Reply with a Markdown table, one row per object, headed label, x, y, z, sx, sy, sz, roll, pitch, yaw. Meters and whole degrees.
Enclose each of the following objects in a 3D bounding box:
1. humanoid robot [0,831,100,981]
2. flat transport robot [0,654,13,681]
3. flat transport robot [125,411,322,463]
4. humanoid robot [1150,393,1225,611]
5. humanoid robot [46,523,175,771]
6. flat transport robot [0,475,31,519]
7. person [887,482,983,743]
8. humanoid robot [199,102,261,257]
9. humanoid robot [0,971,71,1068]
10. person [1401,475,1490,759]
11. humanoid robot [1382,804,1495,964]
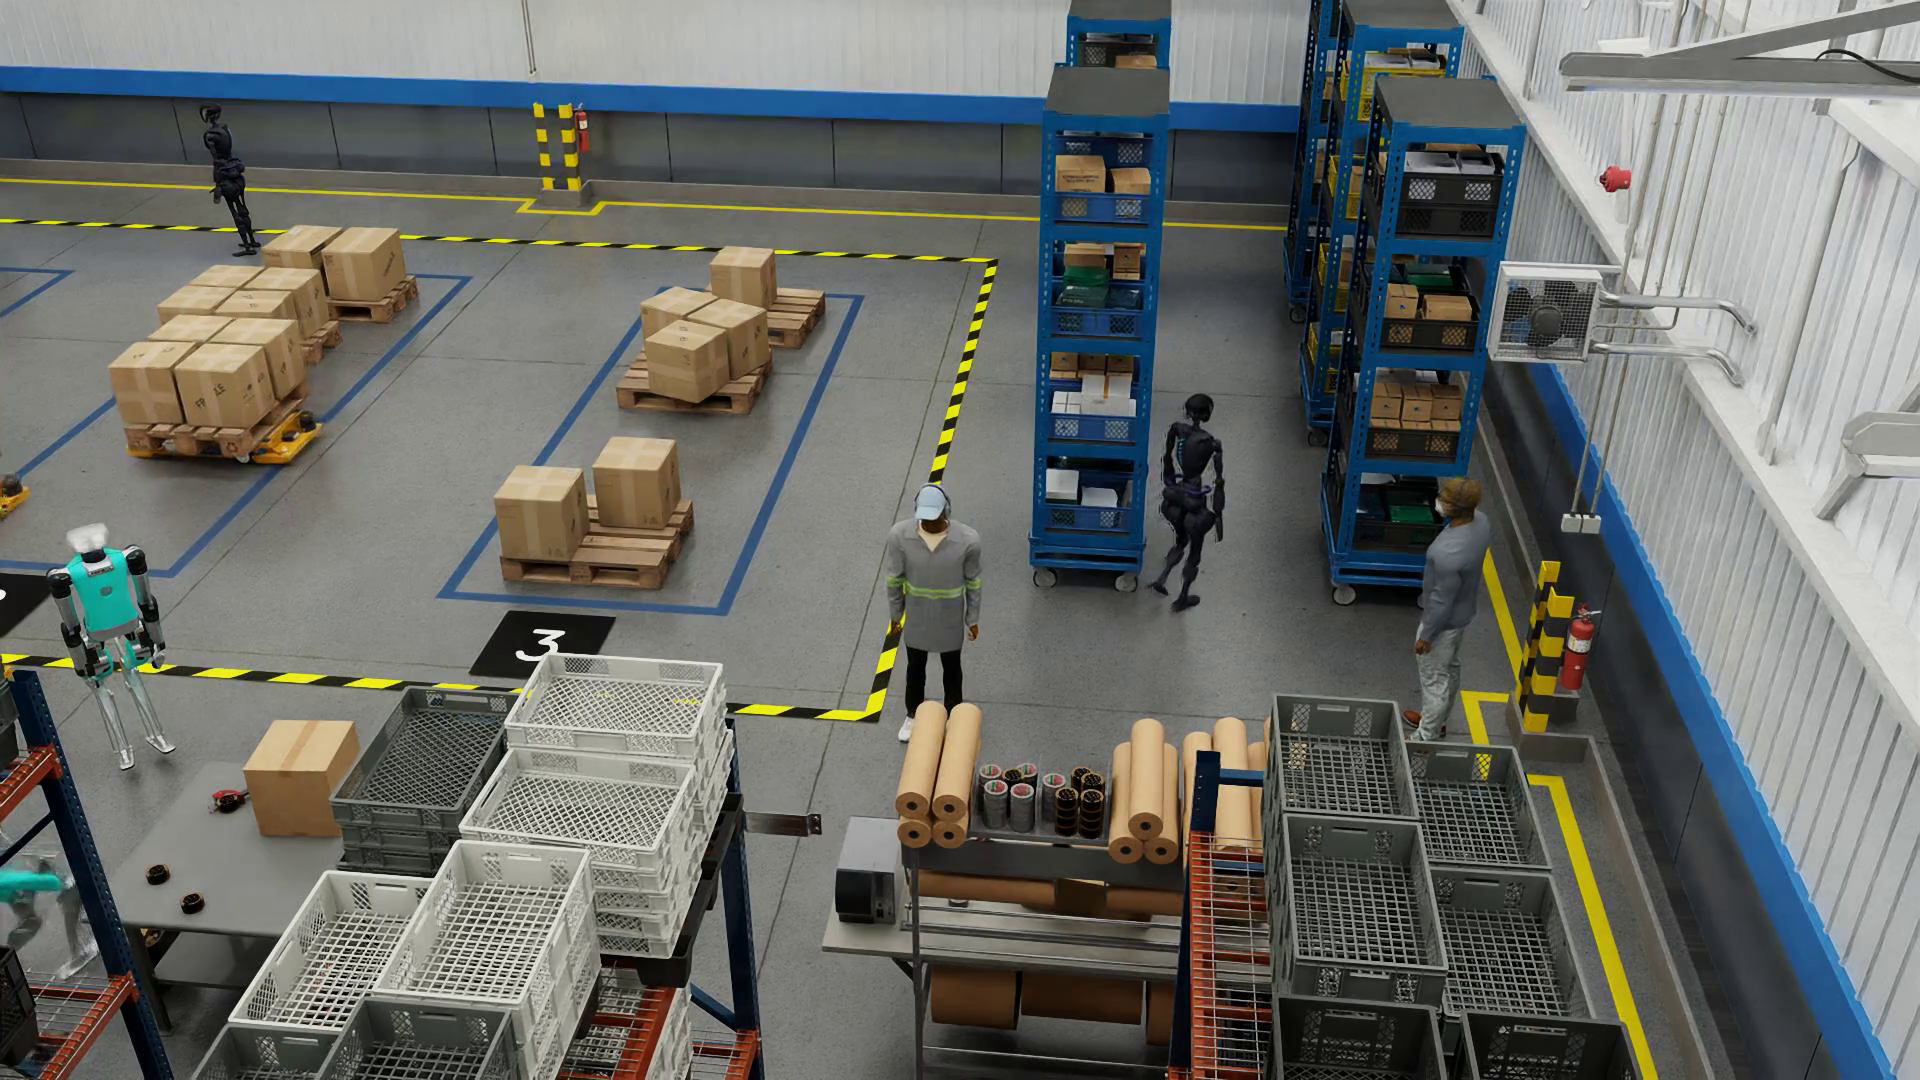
| label | x | y | z | sx | sy | sz | roll | pitch | yaw |
| --- | --- | --- | --- | --- | --- | --- | --- | --- | --- |
| humanoid robot | -4.885 | 1.566 | 8.534 | 0.890 | 1.759 | 0.601 | -11 | 32 | -18 |
| flat transport robot | -7.142 | 0.969 | 11.010 | 1.431 | 0.231 | 0.659 | 3 | 30 | 6 |
| flat transport robot | -6.299 | -0.920 | 14.226 | 1.431 | 0.197 | 0.652 | 3 | 30 | 6 |
| humanoid robot | 1.615 | -0.262 | 11.714 | 0.356 | 1.647 | 0.593 | -23 | 37 | -34 |
| humanoid robot | -5.159 | 0.577 | 10.089 | 0.533 | 1.677 | 0.735 | -22 | 37 | -33 |
| flat transport robot | -8.260 | -0.322 | 13.199 | 1.431 | 0.197 | 0.652 | 3 | 30 | 6 |
| person | -0.162 | 0.466 | 10.300 | 0.590 | 1.851 | 0.400 | 4 | 30 | 7 |
| humanoid robot | -7.909 | -3.904 | 17.961 | 0.315 | 1.659 | 0.599 | -2 | 30 | -4 |
| humanoid robot | -4.793 | 1.955 | 7.962 | 0.611 | 1.645 | 0.637 | 21 | 36 | 32 |
| person | 2.961 | 0.470 | 10.209 | 0.373 | 1.938 | 0.628 | 17 | 34 | 27 |
| humanoid robot | 2.352 | 1.874 | 8.050 | 0.600 | 1.647 | 0.342 | 3 | 30 | 6 |
